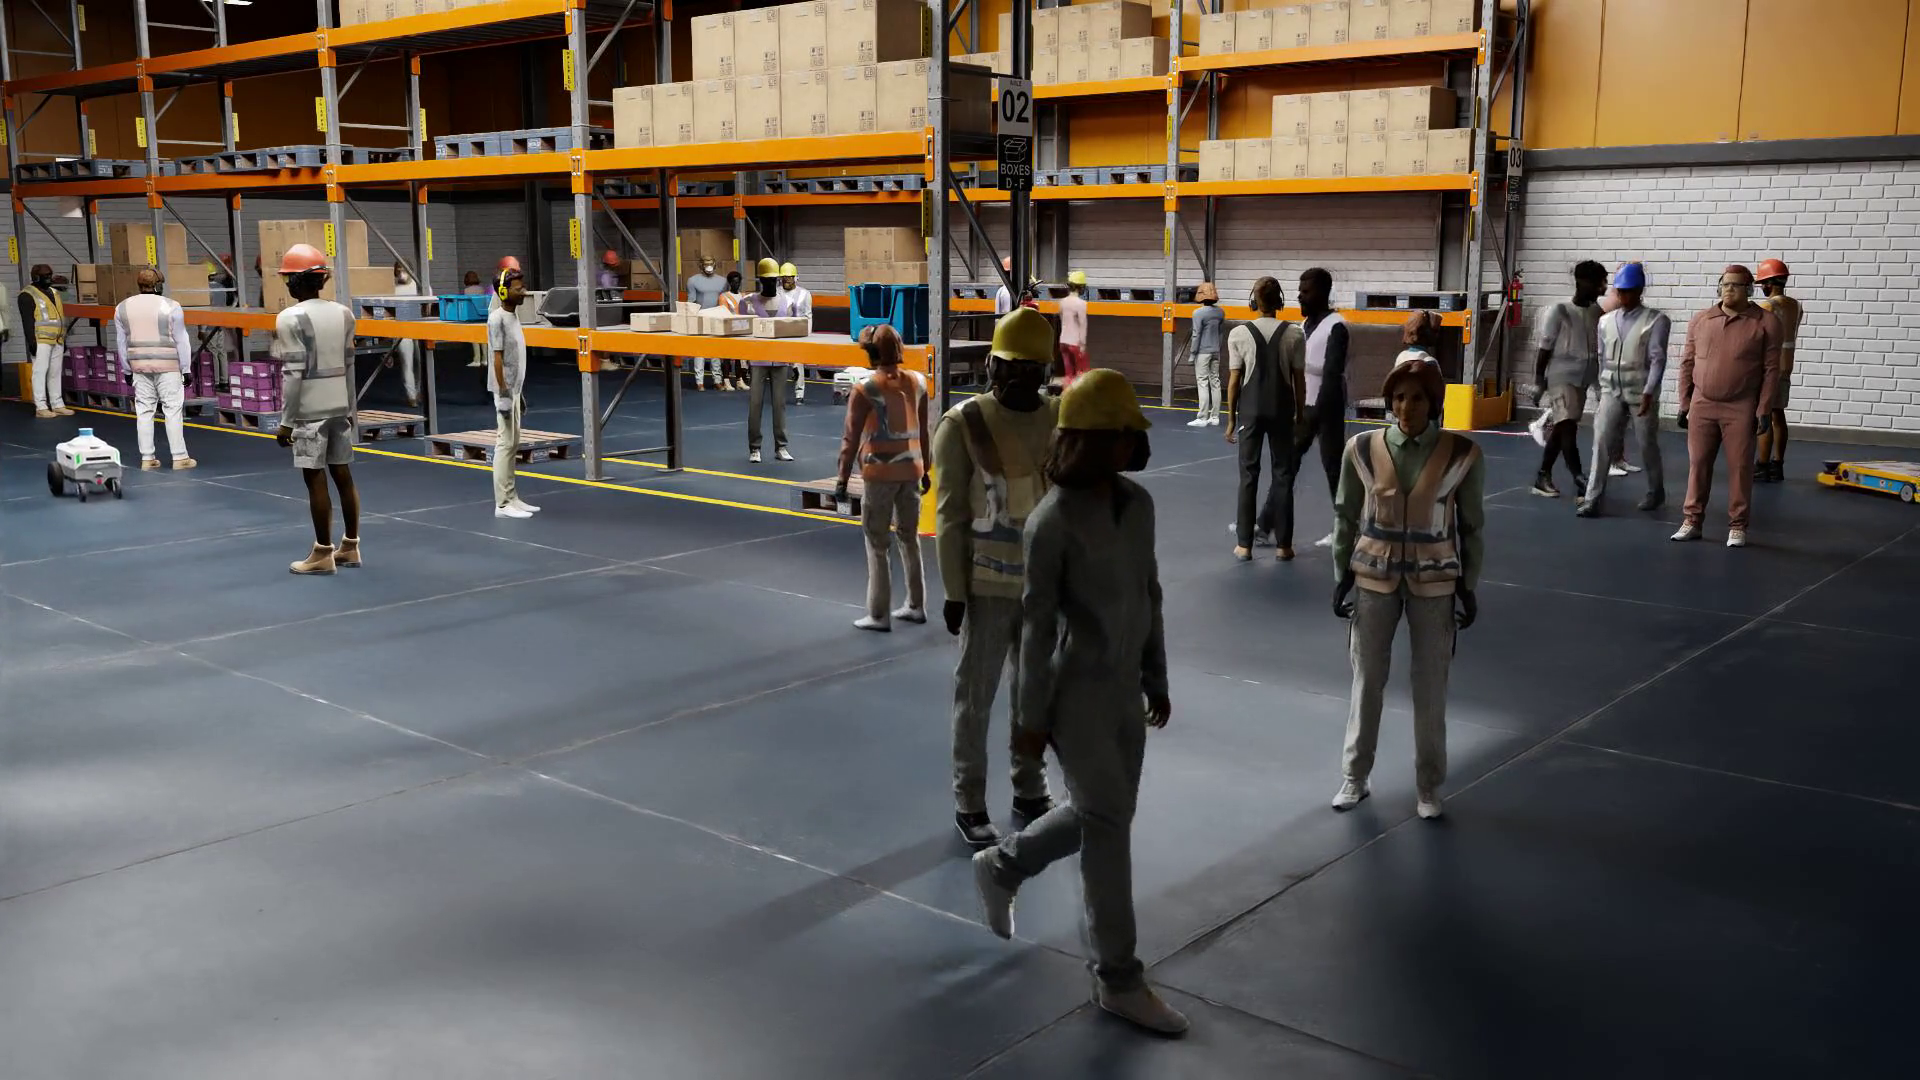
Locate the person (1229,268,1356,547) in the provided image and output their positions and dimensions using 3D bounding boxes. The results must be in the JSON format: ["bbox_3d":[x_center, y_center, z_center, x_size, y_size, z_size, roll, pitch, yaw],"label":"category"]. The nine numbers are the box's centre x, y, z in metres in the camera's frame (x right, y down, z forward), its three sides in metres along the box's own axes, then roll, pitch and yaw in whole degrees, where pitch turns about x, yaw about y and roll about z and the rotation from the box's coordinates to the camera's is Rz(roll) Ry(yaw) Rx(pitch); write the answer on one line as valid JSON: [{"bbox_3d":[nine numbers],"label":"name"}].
[{"bbox_3d":[2.299,-0.865,11.169,0.912,1.884,0.604,-3,11,-18],"label":"person"}]

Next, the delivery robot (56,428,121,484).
[{"bbox_3d":[-7.105,-0.669,13.550,0.477,0.478,0.707,-8,13,-39],"label":"delivery robot"}]

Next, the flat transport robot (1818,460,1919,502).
[{"bbox_3d":[7.768,-0.480,13.551,0.652,0.197,1.431,-2,10,-10],"label":"flat transport robot"}]

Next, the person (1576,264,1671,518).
[{"bbox_3d":[5.104,-1.127,12.613,0.978,1.909,0.605,-9,13,-40],"label":"person"}]

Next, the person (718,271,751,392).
[{"bbox_3d":[-3.186,-2.954,23.572,0.316,1.697,0.542,8,13,40],"label":"person"}]

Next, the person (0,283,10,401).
[{"bbox_3d":[-12.737,-2.733,21.700,0.619,1.923,1.031,-6,11,-29],"label":"person"}]

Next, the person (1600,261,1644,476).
[{"bbox_3d":[5.951,-1.534,14.895,0.408,1.906,0.652,8,13,40],"label":"person"}]

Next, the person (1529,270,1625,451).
[{"bbox_3d":[6.206,-1.802,16.643,0.518,1.838,0.875,-9,14,-43],"label":"person"}]

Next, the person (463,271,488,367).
[{"bbox_3d":[-8.318,-3.785,28.494,0.283,1.631,0.503,4,11,23],"label":"person"}]

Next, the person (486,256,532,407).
[{"bbox_3d":[-5.766,-2.651,21.209,0.630,1.926,0.558,7,12,36],"label":"person"}]

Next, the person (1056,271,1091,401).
[{"bbox_3d":[1.351,-2.354,20.021,0.432,1.755,0.528,-7,12,-33],"label":"person"}]

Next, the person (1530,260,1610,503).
[{"bbox_3d":[4.951,-1.245,13.215,0.626,1.913,0.980,-5,11,-25],"label":"person"}]

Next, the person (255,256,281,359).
[{"bbox_3d":[-9.330,-2.902,22.594,0.430,1.939,0.821,-2,10,-14],"label":"person"}]

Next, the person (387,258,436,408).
[{"bbox_3d":[-7.090,-2.669,21.402,0.637,1.903,0.963,-4,11,-22],"label":"person"}]

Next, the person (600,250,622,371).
[{"bbox_3d":[-5.740,-3.770,27.388,0.475,1.990,0.703,-1,10,-5],"label":"person"}]

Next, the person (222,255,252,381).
[{"bbox_3d":[-10.634,-3.218,24.385,0.474,1.947,0.652,-4,11,-21],"label":"person"}]

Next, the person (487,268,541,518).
[{"bbox_3d":[-3.381,-1.104,12.552,0.334,1.873,0.521,0,10,0],"label":"person"}]

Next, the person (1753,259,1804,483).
[{"bbox_3d":[7.006,-1.460,14.418,0.543,1.928,0.372,-7,12,-34],"label":"person"}]

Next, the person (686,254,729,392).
[{"bbox_3d":[-3.558,-3.070,23.549,0.636,1.939,0.365,-5,11,-26],"label":"person"}]

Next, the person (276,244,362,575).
[{"bbox_3d":[-4.005,-0.801,10.329,0.379,2.045,0.605,4,11,21],"label":"person"}]

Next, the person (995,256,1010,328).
[{"bbox_3d":[0.567,-2.183,18.503,0.353,1.939,0.544,-1,10,-6],"label":"person"}]

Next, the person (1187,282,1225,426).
[{"bbox_3d":[2.805,-2.108,18.943,0.497,1.633,0.284,-8,13,-39],"label":"person"}]

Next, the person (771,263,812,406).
[{"bbox_3d":[-2.196,-2.633,21.362,0.586,1.835,0.403,1,10,5],"label":"person"}]

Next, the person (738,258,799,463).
[{"bbox_3d":[-1.805,-1.698,15.770,0.584,1.927,0.367,-4,11,-21],"label":"person"}]

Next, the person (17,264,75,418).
[{"bbox_3d":[-10.953,-2.384,19.954,0.429,1.837,0.629,1,10,8],"label":"person"}]

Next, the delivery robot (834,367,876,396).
[{"bbox_3d":[-1.351,-2.077,21.568,0.477,0.478,0.707,4,11,24],"label":"delivery robot"}]

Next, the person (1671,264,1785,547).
[{"bbox_3d":[5.216,-0.913,11.348,0.643,1.913,0.410,8,13,40],"label":"person"}]

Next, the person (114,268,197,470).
[{"bbox_3d":[-7.337,-1.557,15.213,0.635,1.842,0.429,0,10,-1],"label":"person"}]

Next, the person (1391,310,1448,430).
[{"bbox_3d":[2.872,-0.623,10.477,0.307,1.636,0.525,-1,10,-8],"label":"person"}]

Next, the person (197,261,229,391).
[{"bbox_3d":[-10.666,-3.040,23.671,0.404,1.837,0.589,1,10,6],"label":"person"}]

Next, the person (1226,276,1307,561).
[{"bbox_3d":[1.979,-0.777,10.781,0.504,1.840,0.344,2,10,8],"label":"person"}]

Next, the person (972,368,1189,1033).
[{"bbox_3d":[0.313,0.393,4.447,0.721,1.722,0.491,7,12,37],"label":"person"}]

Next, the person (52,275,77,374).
[{"bbox_3d":[-14.048,-3.314,25.914,0.580,1.600,0.320,-8,12,-37],"label":"person"}]

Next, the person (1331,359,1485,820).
[{"bbox_3d":[1.584,0.177,5.921,0.523,1.636,0.310,4,11,21],"label":"person"}]

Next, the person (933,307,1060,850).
[{"bbox_3d":[0.194,0.126,5.665,0.592,1.828,0.404,-6,12,-32],"label":"person"}]

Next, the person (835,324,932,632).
[{"bbox_3d":[-0.381,-0.323,8.787,0.542,1.632,0.345,-9,13,-42],"label":"person"}]
